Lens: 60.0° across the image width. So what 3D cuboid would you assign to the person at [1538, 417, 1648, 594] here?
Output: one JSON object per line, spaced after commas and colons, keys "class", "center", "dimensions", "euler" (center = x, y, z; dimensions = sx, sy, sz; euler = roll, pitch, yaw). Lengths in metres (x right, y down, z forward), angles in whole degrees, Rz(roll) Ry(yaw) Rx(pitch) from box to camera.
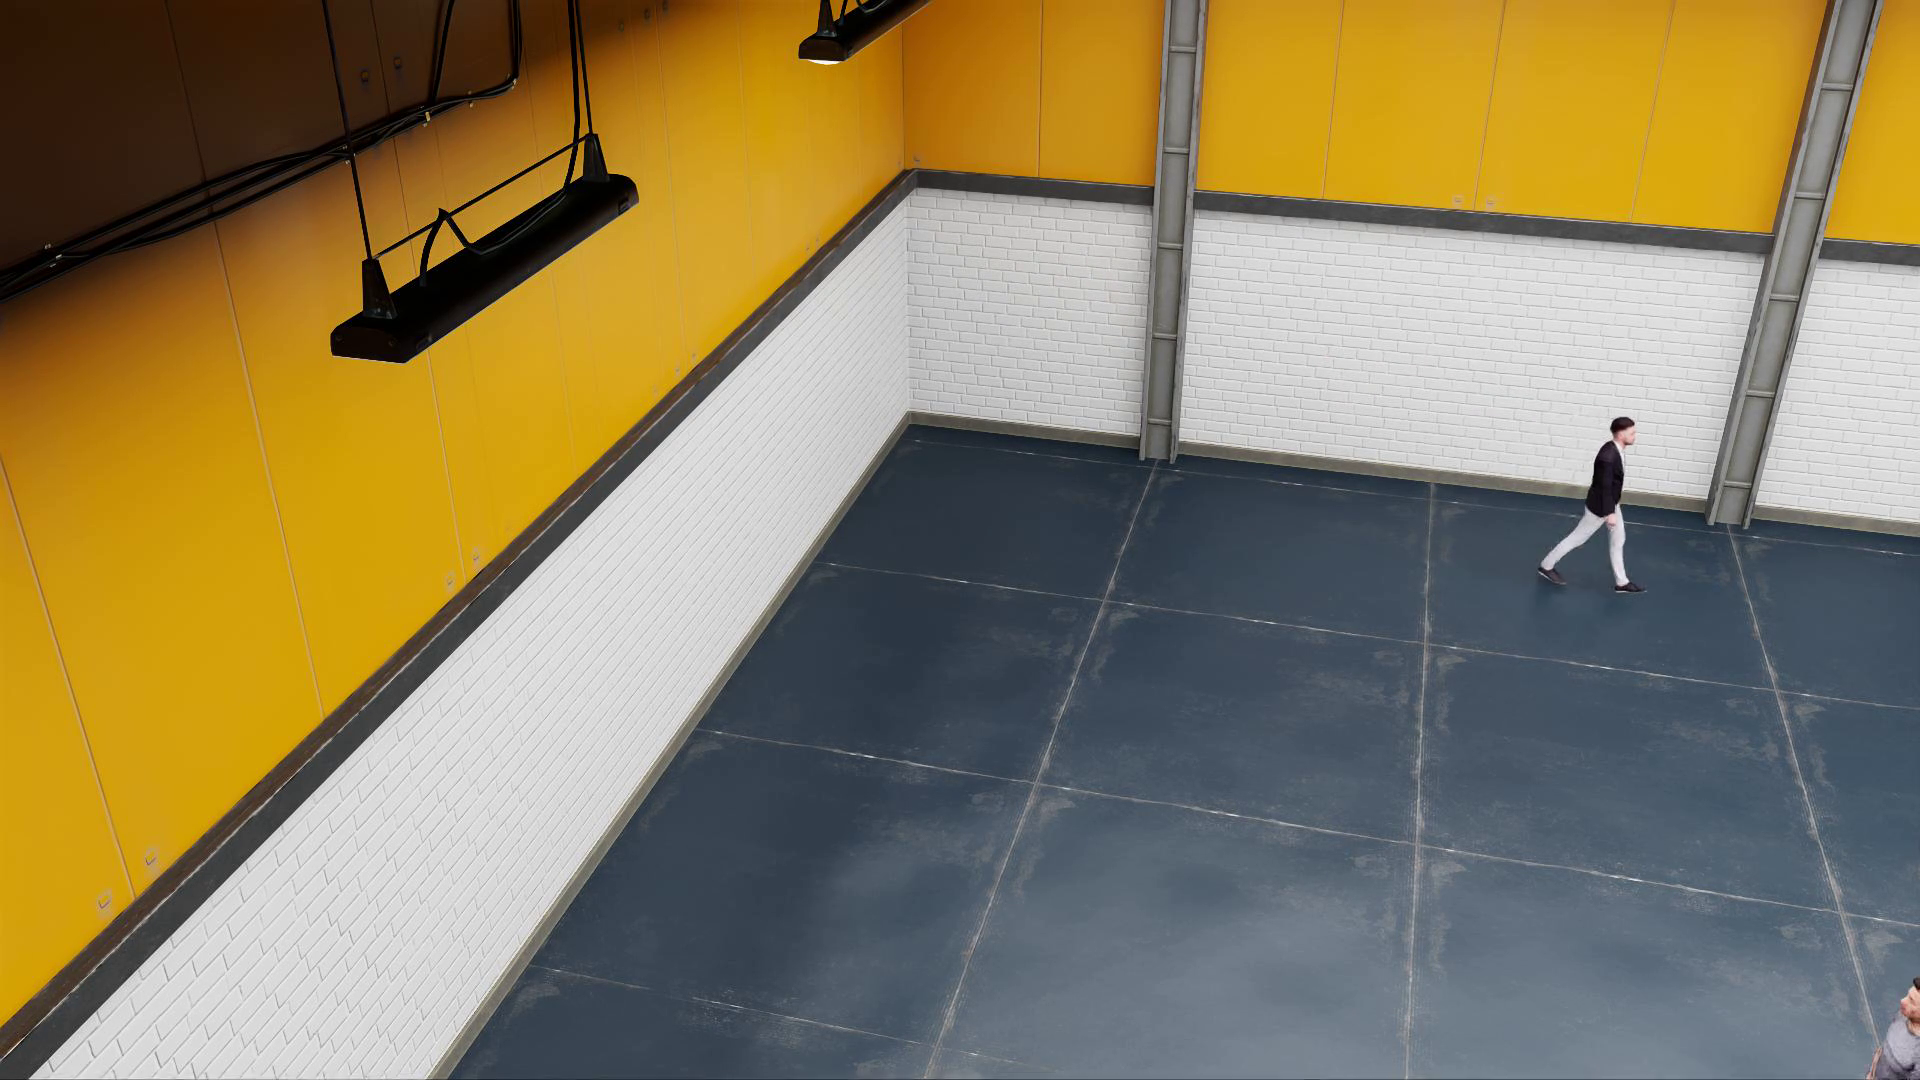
{"class": "person", "center": [5.979, -0.319, 15.779], "dimensions": [1.311, 1.790, 0.960], "euler": [18, 34, 30]}
